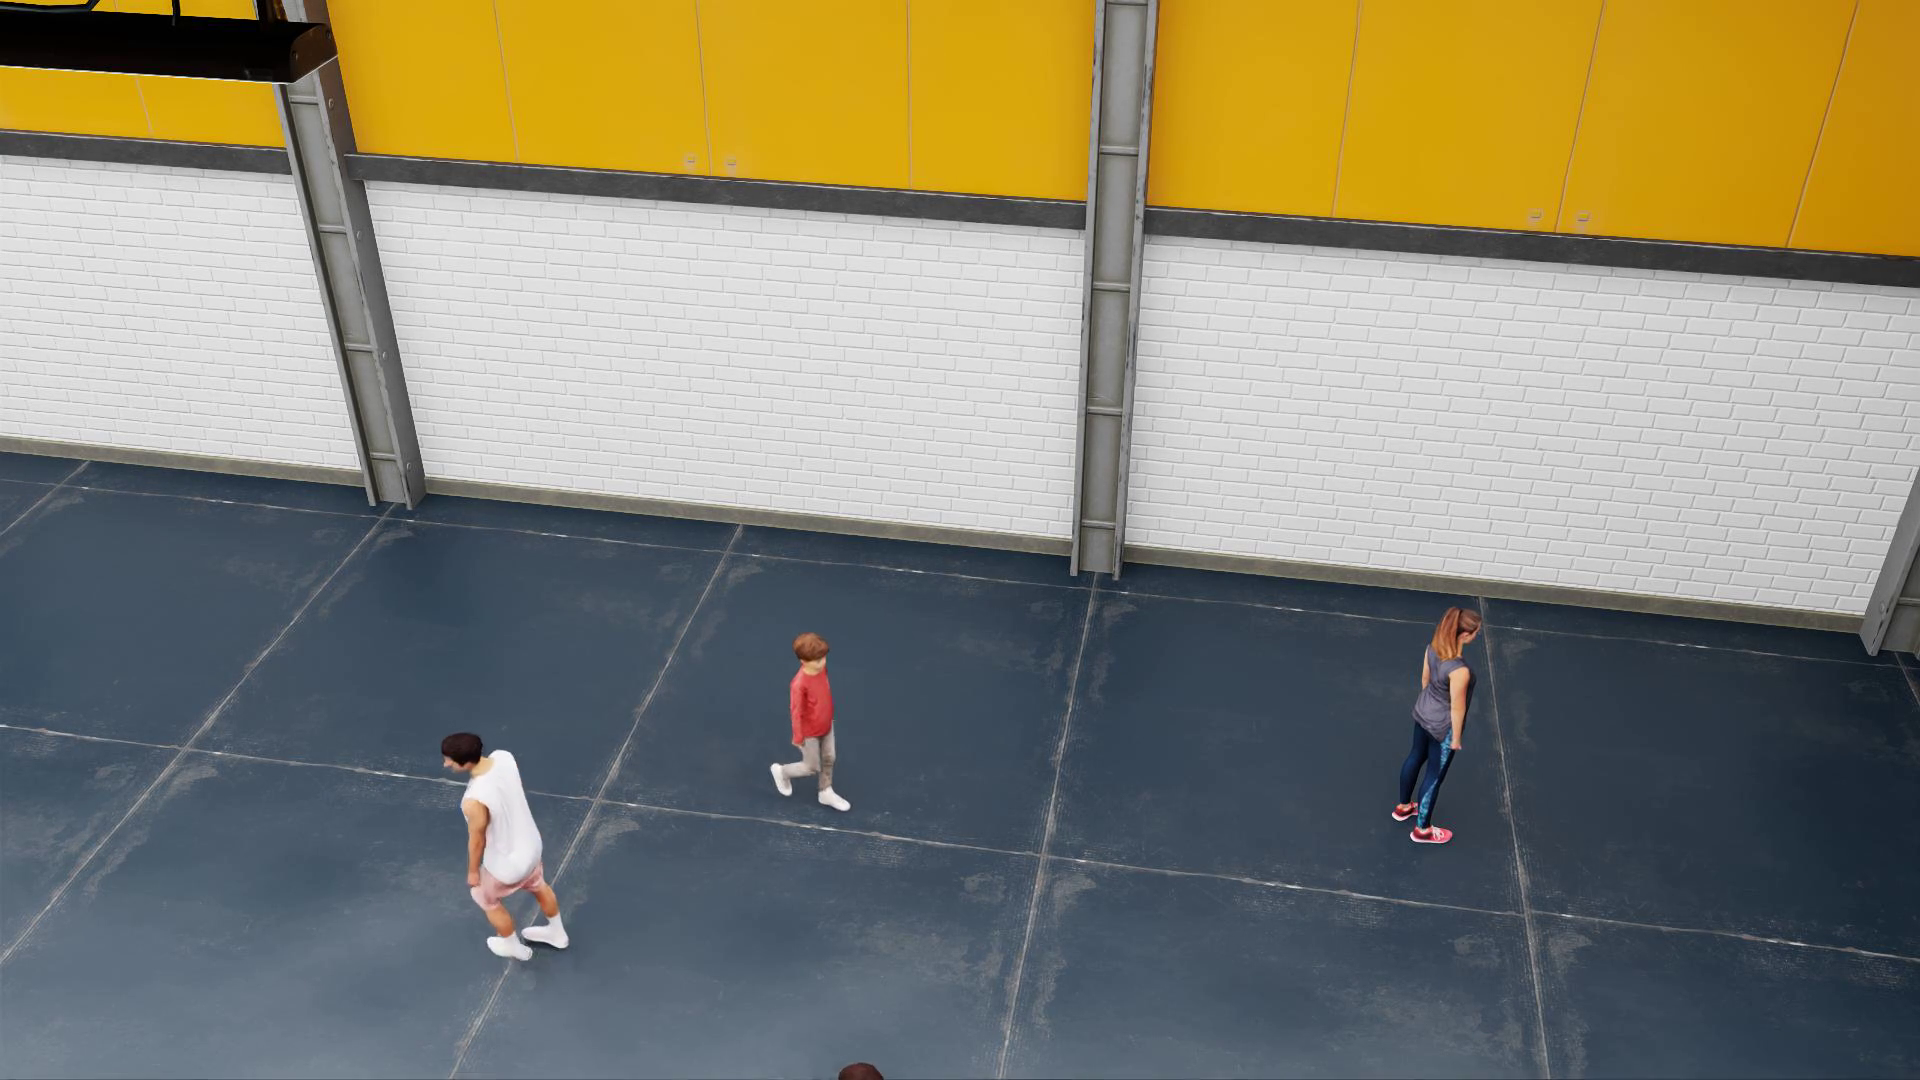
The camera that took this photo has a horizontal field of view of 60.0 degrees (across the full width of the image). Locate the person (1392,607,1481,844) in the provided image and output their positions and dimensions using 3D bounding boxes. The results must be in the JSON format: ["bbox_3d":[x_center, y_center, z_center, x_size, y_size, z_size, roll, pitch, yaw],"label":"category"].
[{"bbox_3d":[2.992,1.141,10.414,0.658,1.737,0.641,-9,35,-13],"label":"person"}]

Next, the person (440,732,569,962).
[{"bbox_3d":[-2.529,1.786,9.431,0.694,1.752,0.675,16,37,22],"label":"person"}]

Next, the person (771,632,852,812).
[{"bbox_3d":[-0.997,1.159,10.689,0.829,1.403,0.655,16,37,23],"label":"person"}]
